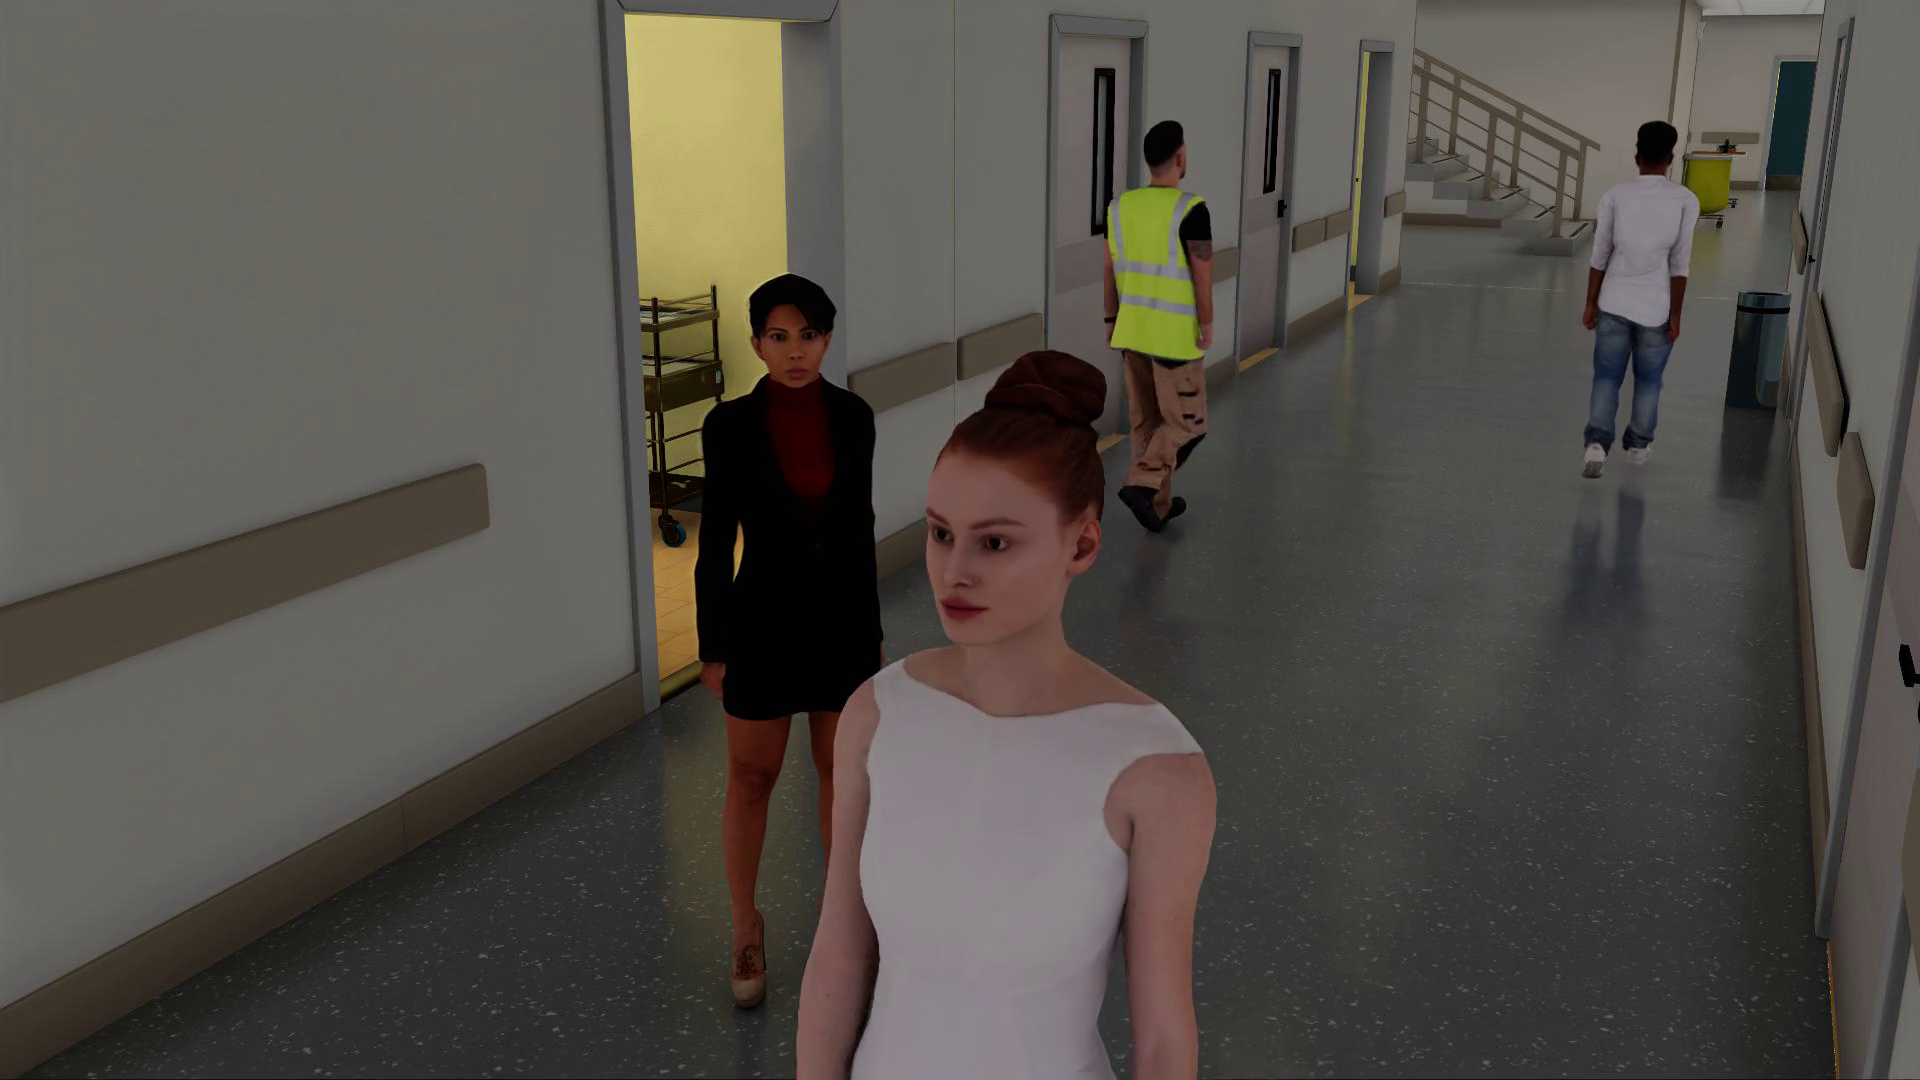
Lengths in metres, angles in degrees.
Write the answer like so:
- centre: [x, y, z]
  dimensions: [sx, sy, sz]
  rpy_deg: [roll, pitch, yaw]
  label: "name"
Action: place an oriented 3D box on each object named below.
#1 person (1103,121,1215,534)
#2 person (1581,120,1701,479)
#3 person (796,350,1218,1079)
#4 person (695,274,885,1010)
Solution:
- centre: [0.863, -0.900, 7.336]
  dimensions: [0.957, 1.835, 0.908]
  rpy_deg: [13, 20, 39]
  label: "person"
- centre: [3.390, -1.168, 8.395]
  dimensions: [1.123, 1.776, 0.750]
  rpy_deg: [8, 17, 25]
  label: "person"
- centre: [0.065, 0.688, 1.781]
  dimensions: [0.500, 1.792, 0.672]
  rpy_deg: [9, 18, 30]
  label: "person"
- centre: [-0.355, 0.239, 3.654]
  dimensions: [0.707, 1.640, 0.767]
  rpy_deg: [-5, 17, -19]
  label: "person"
